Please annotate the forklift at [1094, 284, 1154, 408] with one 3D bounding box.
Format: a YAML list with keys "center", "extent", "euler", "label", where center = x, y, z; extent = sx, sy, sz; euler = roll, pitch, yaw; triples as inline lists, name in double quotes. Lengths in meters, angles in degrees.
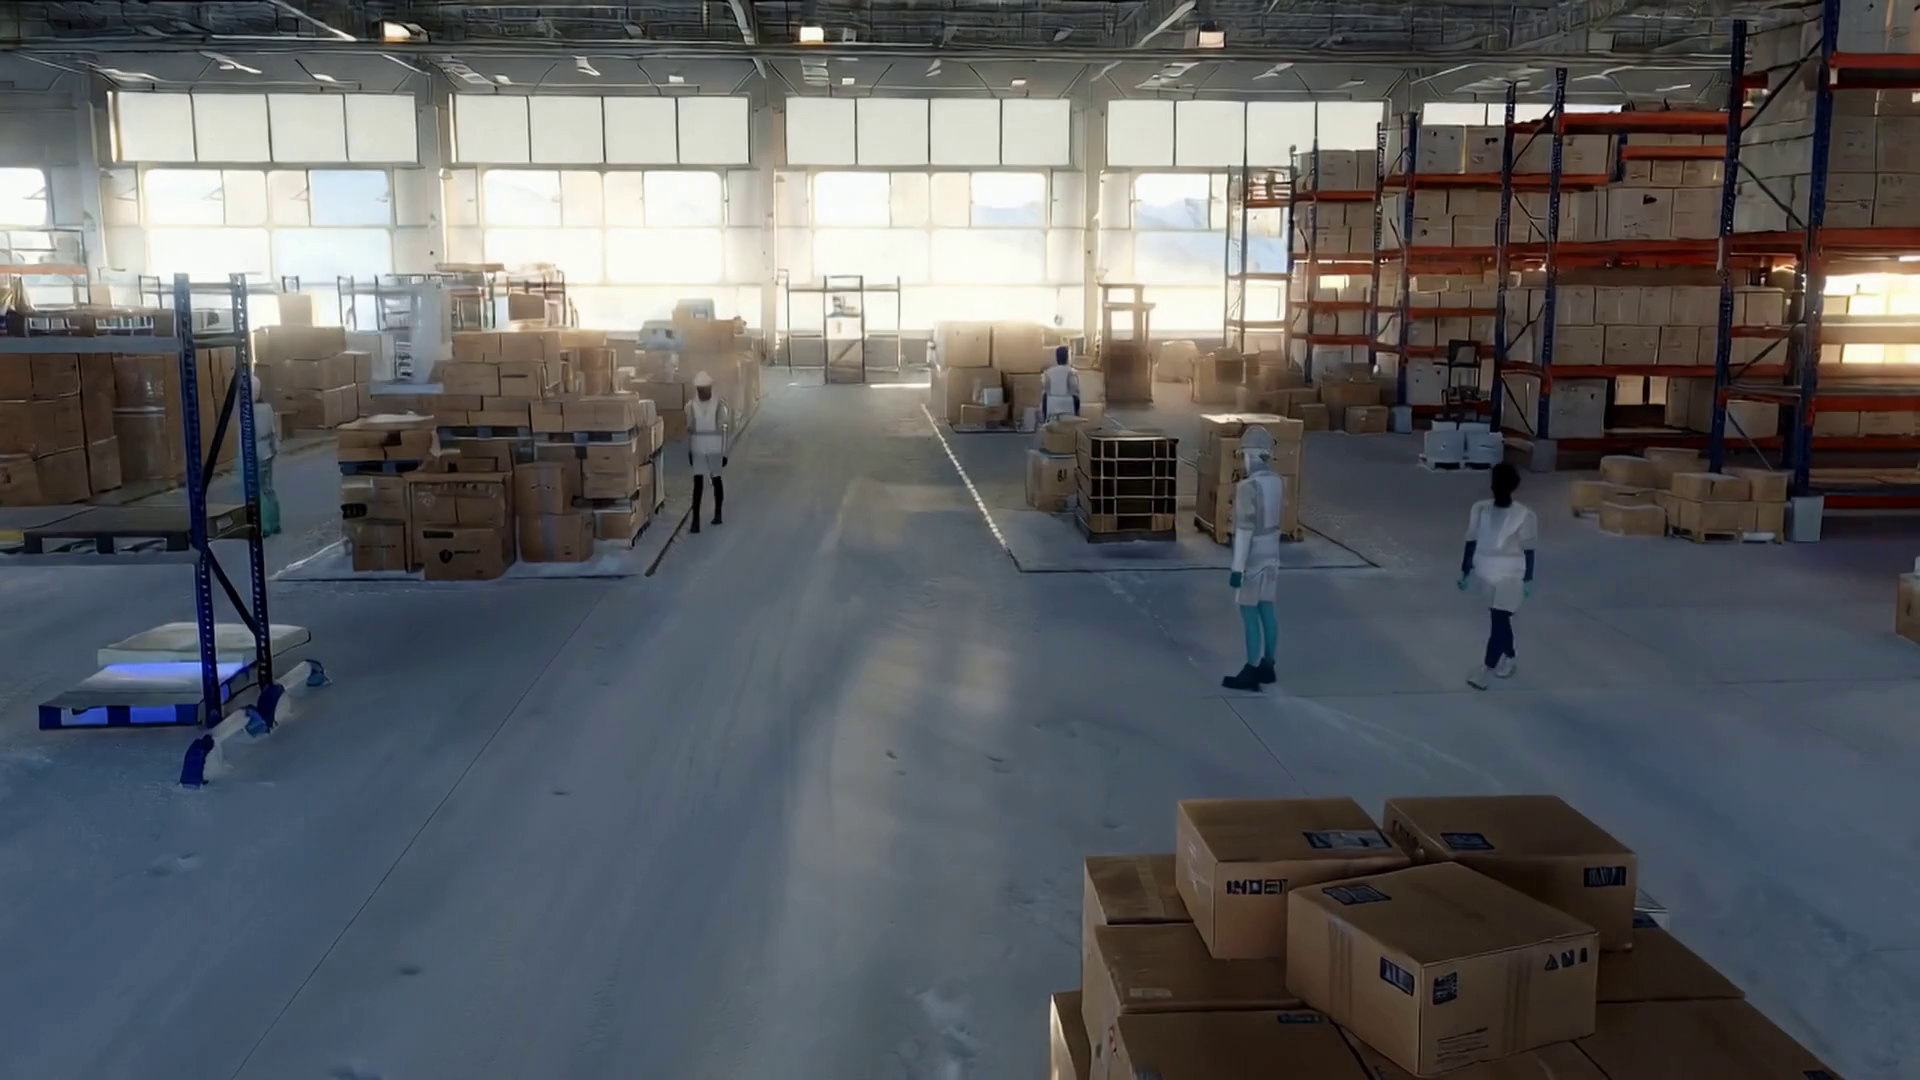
- center: [3.741, -4.499, 38.280]
  extent: [1.129, 2.768, 1.873]
  euler: [-1, 9, -5]
  label: "forklift"

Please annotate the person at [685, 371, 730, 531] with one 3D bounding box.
- center: [-3.010, -1.065, 19.838]
  extent: [0.543, 1.892, 1.010]
  euler: [0, 9, 0]
  label: "person"

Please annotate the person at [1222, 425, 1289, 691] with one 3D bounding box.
- center: [2.149, 0.130, 12.165]
  extent: [0.361, 1.938, 0.546]
  euler: [8, 12, 41]
  label: "person"

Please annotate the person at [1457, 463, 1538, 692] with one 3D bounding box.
- center: [3.951, 0.259, 12.233]
  extent: [0.887, 1.651, 0.532]
  euler: [-7, 12, -38]
  label: "person"

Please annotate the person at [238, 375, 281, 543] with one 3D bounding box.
- center: [-7.925, -0.918, 18.805]
  extent: [0.371, 1.916, 0.597]
  euler: [1, 9, 4]
  label: "person"

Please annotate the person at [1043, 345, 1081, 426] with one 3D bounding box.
- center: [1.562, -1.987, 25.370]
  extent: [0.606, 1.966, 0.367]
  euler: [4, 10, 24]
  label: "person"

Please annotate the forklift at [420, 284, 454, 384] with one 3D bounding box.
- center: [-12.016, -4.519, 38.407]
  extent: [1.873, 2.768, 1.129]
  euler: [2, 9, 11]
  label: "forklift"

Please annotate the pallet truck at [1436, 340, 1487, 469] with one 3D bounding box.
- center: [8.004, -2.170, 26.422]
  extent: [0.823, 1.965, 1.885]
  euler: [2, 9, 14]
  label: "pallet truck"
